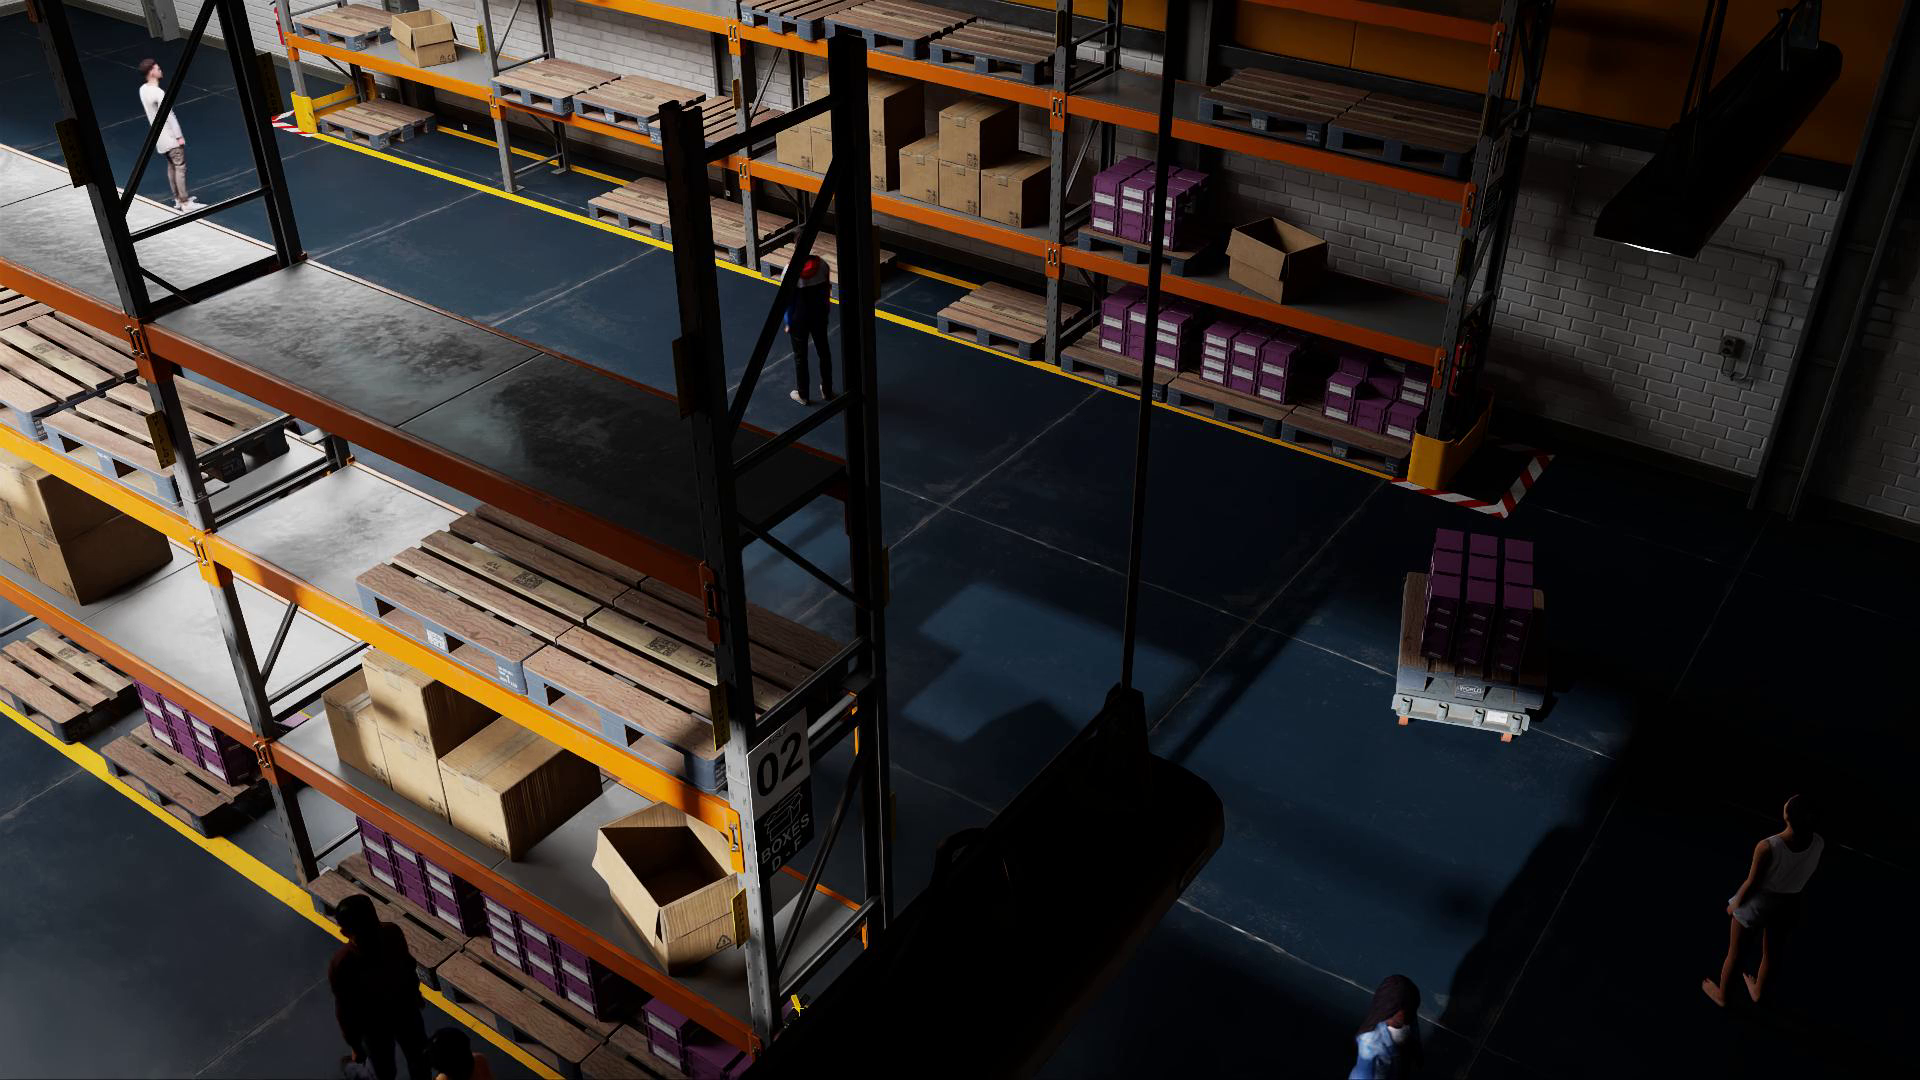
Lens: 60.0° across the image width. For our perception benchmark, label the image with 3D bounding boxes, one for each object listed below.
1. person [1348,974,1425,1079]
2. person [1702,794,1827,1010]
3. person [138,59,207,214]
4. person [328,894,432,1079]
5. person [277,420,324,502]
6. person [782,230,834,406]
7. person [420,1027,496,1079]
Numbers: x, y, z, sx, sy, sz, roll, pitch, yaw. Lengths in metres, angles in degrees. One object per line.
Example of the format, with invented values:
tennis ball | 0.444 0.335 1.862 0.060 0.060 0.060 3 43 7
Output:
person | 2.111 2.806 8.463 0.566 1.711 0.634 27 42 35
person | 4.686 2.096 9.626 0.653 1.607 0.722 -4 34 -5
person | -9.451 -4.823 19.821 0.549 1.842 0.756 28 43 35
person | -3.122 2.517 8.852 0.983 1.762 0.662 20 38 27
person | -4.934 -0.098 12.771 0.725 1.779 0.890 -23 40 -31
person | -1.446 -2.128 15.843 0.723 1.759 0.719 -16 37 -22
person | -2.459 2.987 8.248 0.680 1.647 0.625 14 36 21
